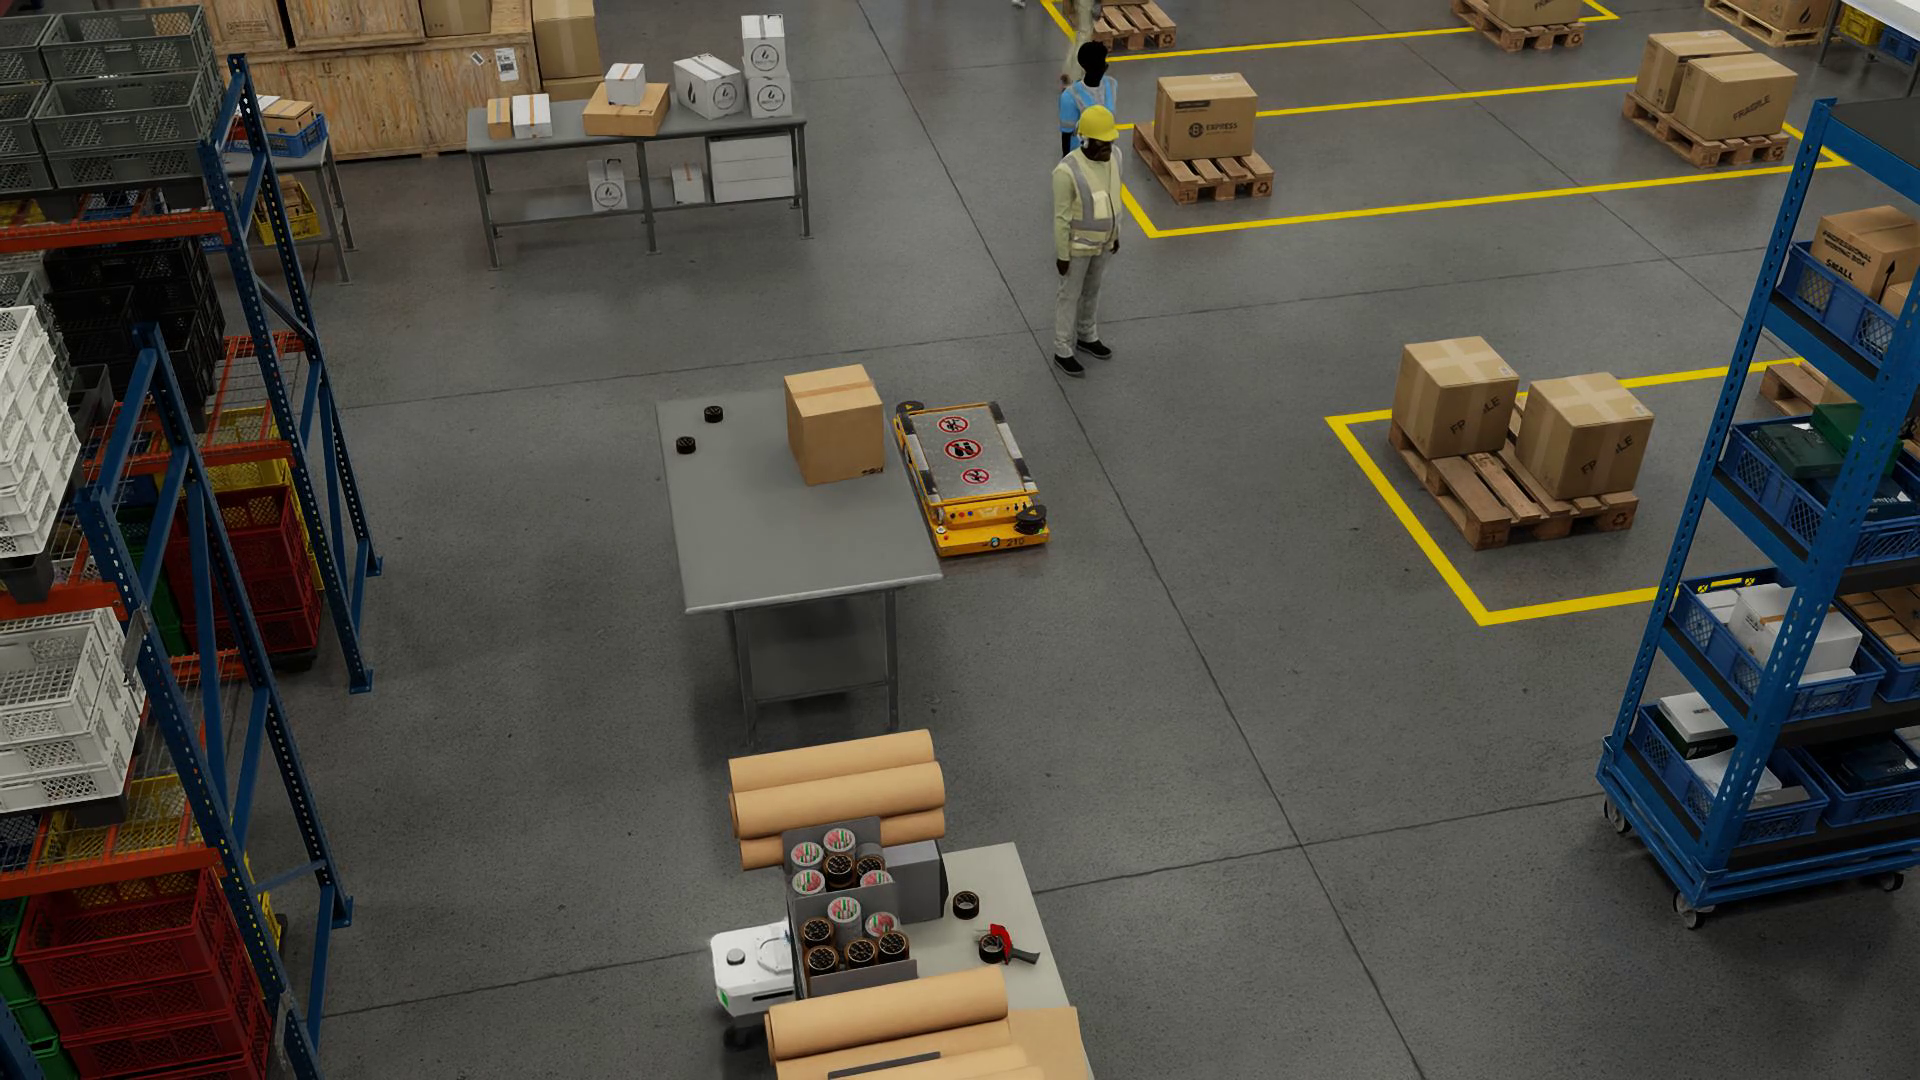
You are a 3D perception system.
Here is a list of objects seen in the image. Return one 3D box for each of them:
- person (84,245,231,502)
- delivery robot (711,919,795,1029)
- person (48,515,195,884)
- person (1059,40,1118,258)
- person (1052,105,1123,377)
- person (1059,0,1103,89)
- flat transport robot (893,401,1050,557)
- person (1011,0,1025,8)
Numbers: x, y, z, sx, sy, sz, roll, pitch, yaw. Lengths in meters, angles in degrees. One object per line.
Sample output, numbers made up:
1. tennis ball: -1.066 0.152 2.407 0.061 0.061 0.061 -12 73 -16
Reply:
1. person: -4.814 -0.938 9.518 0.915 1.797 0.635 17 40 21
2. delivery robot: -0.663 1.747 6.870 0.707 0.478 0.477 -7 37 -10
3. person: -3.594 0.705 7.203 0.627 1.931 0.361 20 41 25
4. person: 0.934 -2.802 12.110 0.540 1.696 0.315 -27 44 -31
5. person: 0.846 -1.969 10.877 0.404 1.833 0.591 30 46 34
6. person: 1.113 -4.854 14.757 0.459 1.840 0.540 -17 40 -22
7. flat transport robot: 0.046 -0.430 10.108 0.652 0.197 1.431 -8 37 -10
8. person: 0.753 -6.354 16.771 0.598 1.838 1.029 14 39 18
